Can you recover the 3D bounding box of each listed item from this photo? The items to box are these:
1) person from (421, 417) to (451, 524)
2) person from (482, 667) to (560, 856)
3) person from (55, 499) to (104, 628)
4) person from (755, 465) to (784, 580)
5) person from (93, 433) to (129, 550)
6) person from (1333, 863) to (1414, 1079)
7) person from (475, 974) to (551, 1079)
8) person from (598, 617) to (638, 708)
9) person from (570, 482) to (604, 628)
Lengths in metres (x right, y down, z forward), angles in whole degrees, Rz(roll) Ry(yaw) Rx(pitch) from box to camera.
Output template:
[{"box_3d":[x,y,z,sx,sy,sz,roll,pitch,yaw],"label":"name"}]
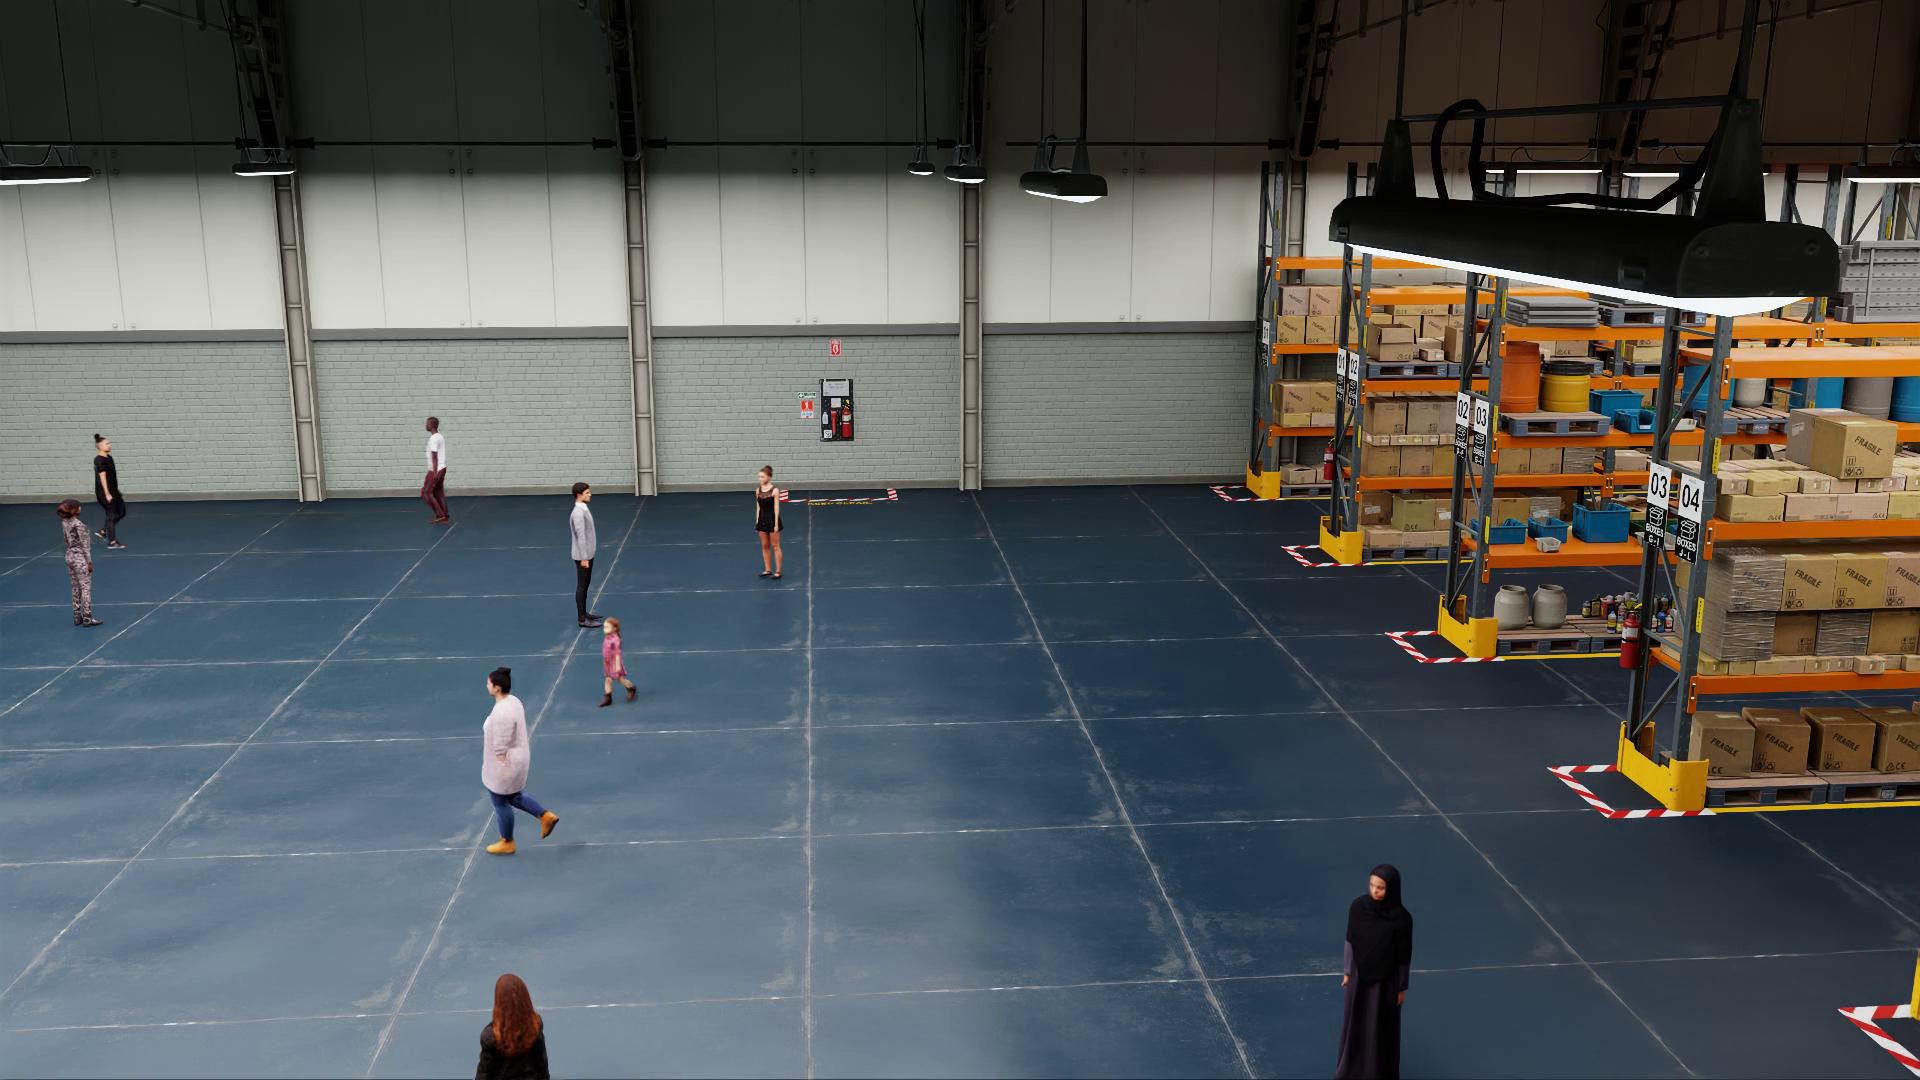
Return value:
[{"box_3d":[-8.730,-1.153,28.011,0.634,1.816,0.675,-1,13,-3],"label":"person"},{"box_3d":[-3.932,1.964,14.745,0.882,1.728,0.712,0,13,0],"label":"person"},{"box_3d":[-11.673,0.289,22.010,0.671,1.713,0.744,8,15,32],"label":"person"},{"box_3d":[-2.805,-0.268,24.491,0.671,1.680,0.751,8,15,31],"label":"person"},{"box_3d":[-13.526,-0.765,26.254,0.700,1.853,0.671,-1,13,-6],"label":"person"},{"box_3d":[2.757,2.887,11.011,0.704,1.614,0.773,9,16,34],"label":"person"},{"box_3d":[-2.571,3.272,9.730,0.994,1.442,0.970,13,18,43],"label":"person"},{"box_3d":[-3.896,1.375,18.884,0.680,1.008,0.770,13,18,43],"label":"person"},{"box_3d":[-4.993,0.175,22.043,0.610,1.922,0.742,-2,13,-9],"label":"person"}]
